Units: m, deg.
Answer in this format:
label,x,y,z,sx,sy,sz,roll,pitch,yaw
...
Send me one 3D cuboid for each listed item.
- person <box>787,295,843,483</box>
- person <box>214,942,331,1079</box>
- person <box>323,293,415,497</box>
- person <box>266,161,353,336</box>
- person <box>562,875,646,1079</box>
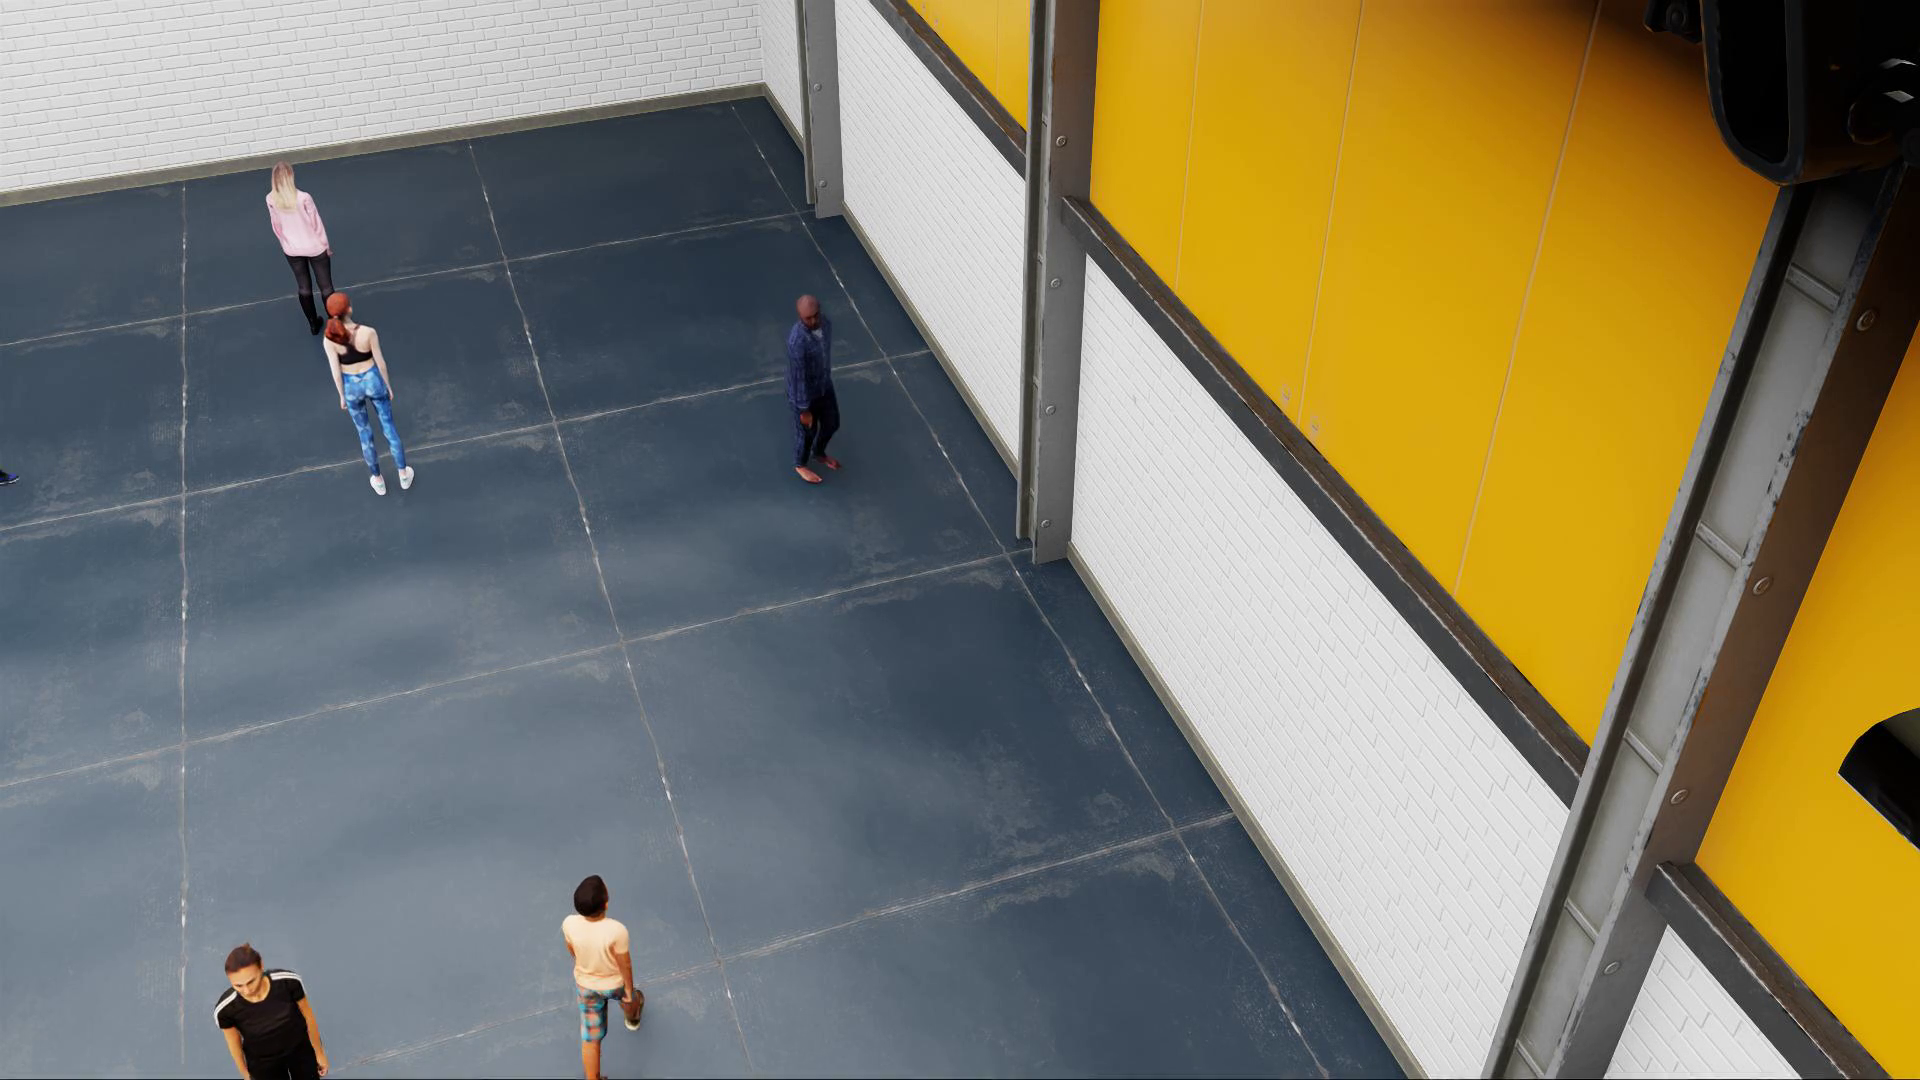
label,x,y,z,sx,sy,sz,roll,pitch,yaw
person,-1.214,-1.220,13.144,0.851,1.779,0.818,15,41,18
person,-3.488,2.559,8.513,0.663,1.654,0.732,-22,43,-25
person,-4.658,-1.140,13.039,0.551,1.786,0.565,-13,41,-16
person,-5.899,-2.620,14.971,0.676,1.688,0.673,3,39,3
person,-1.933,2.409,8.880,0.746,1.431,1.063,0,39,0
